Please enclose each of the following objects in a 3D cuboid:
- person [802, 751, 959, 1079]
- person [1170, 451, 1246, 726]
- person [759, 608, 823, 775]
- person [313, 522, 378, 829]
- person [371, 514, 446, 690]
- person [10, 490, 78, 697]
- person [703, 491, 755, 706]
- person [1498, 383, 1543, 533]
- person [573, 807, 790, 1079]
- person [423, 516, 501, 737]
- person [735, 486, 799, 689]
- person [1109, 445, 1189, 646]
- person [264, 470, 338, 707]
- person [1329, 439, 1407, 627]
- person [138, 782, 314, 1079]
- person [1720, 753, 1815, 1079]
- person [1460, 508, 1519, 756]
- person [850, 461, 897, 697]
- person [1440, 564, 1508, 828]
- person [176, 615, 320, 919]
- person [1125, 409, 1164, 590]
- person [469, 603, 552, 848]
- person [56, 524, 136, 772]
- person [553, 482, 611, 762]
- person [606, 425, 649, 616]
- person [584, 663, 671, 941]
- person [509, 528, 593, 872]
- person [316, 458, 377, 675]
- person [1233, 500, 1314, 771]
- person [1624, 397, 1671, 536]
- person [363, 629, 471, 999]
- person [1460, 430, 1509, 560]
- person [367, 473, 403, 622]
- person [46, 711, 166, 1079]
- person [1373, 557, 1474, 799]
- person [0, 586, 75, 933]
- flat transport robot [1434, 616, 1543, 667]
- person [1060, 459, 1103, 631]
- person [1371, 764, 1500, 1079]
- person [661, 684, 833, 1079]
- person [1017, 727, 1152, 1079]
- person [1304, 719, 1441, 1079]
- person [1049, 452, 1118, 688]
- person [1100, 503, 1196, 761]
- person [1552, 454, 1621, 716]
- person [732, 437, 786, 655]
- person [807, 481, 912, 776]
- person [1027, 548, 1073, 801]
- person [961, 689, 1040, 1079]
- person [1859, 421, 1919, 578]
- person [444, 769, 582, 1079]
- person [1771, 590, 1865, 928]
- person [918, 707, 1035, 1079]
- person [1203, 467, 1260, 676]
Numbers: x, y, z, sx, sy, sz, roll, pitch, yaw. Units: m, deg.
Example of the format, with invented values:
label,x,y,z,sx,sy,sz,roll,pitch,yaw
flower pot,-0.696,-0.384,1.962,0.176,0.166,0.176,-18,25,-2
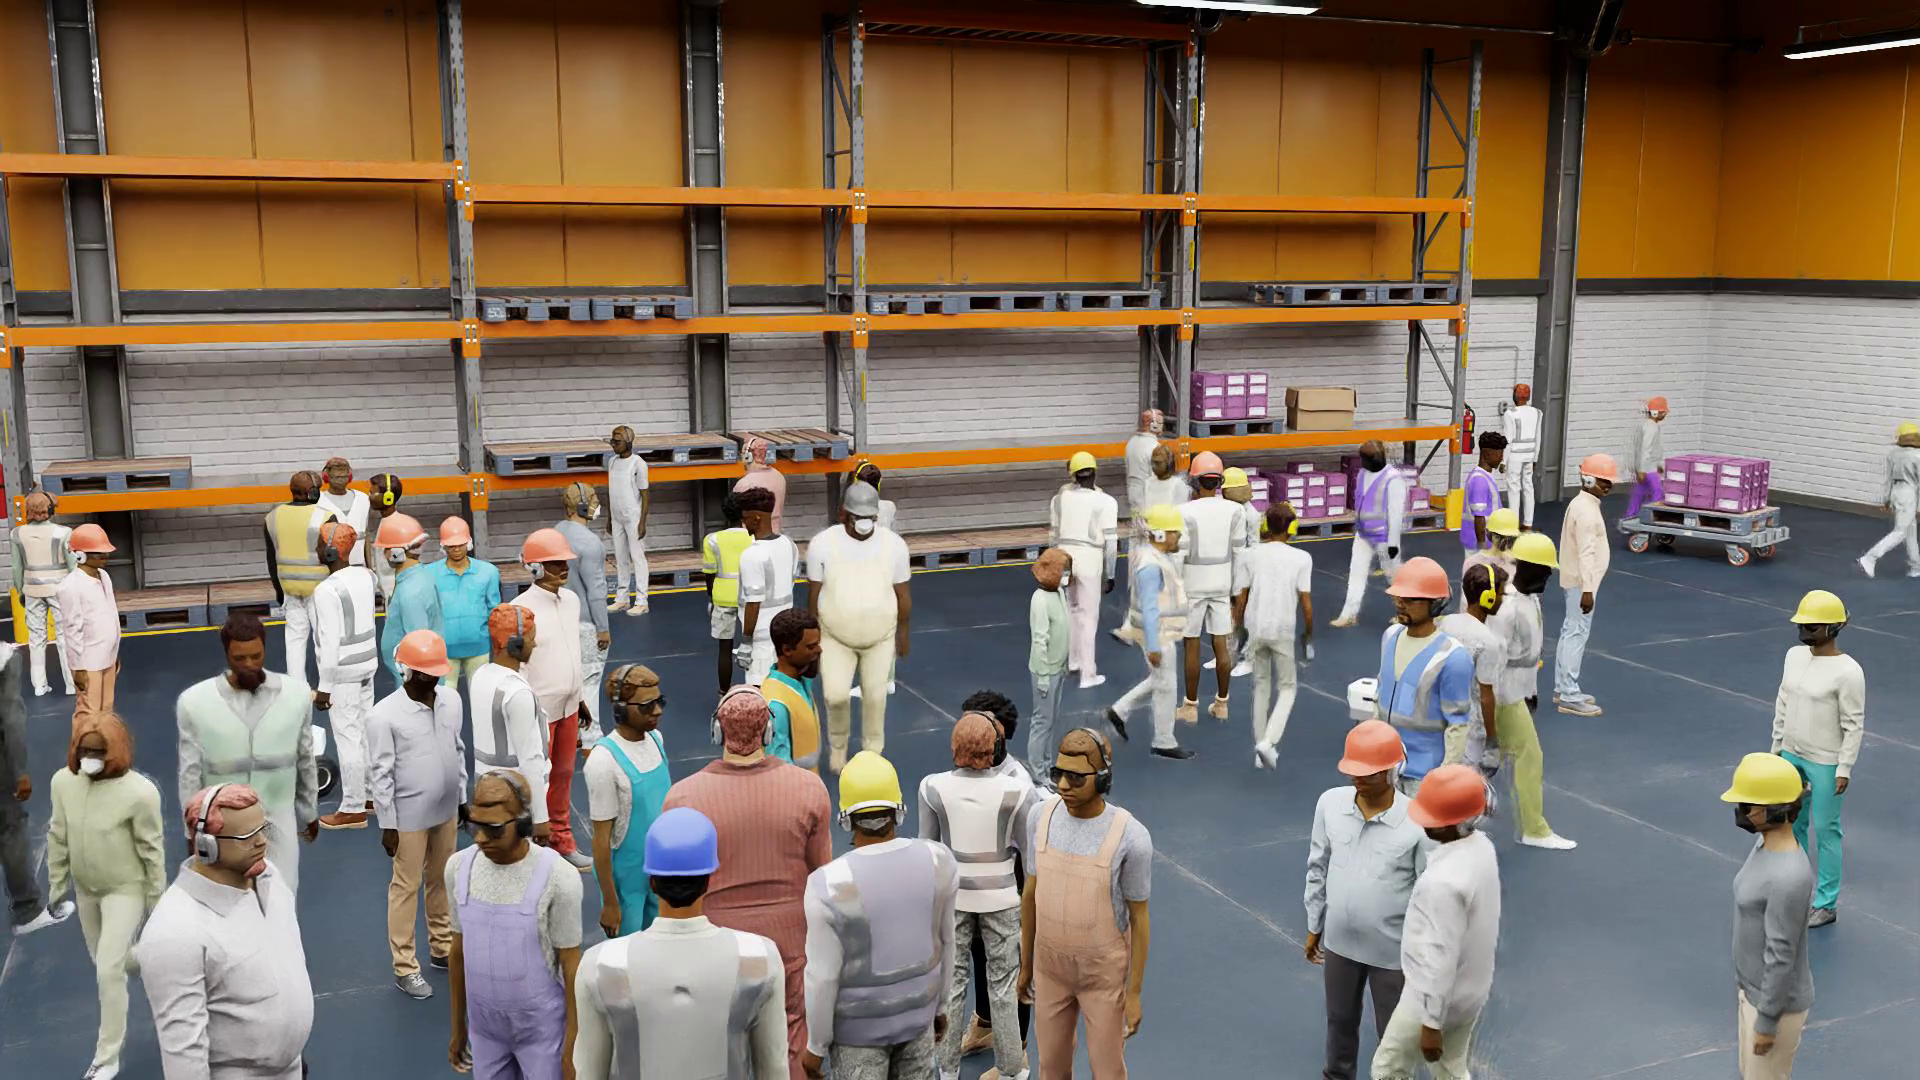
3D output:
label,x,y,z,sx,sy,sz,roll,pitch,yaw
person,-0.285,1.620,5.694,0.592,1.828,0.404,-7,12,-33
person,1.803,0.359,12.339,0.615,2.042,0.374,-3,10,-18
person,-0.796,1.246,7.587,0.386,1.918,0.590,0,10,1
person,-3.747,0.821,10.150,0.354,1.879,0.576,1,10,7
person,-3.212,0.831,9.773,0.384,1.990,0.612,-3,10,-15
person,-7.165,0.430,13.090,0.523,1.640,0.306,-1,10,-3
person,-1.685,0.472,12.686,0.533,1.697,0.318,0,10,-2
person,6.945,-1.003,20.644,0.585,1.882,0.337,-4,11,-24
person,-0.795,1.724,4.802,0.618,1.933,0.420,-2,10,-14
person,-3.352,0.705,11.179,0.564,1.751,0.330,-4,11,-23
person,-1.305,0.610,11.122,0.367,1.964,0.603,4,11,21
person,1.746,0.070,14.723,0.515,1.795,0.956,8,13,39
person,-4.995,0.378,12.809,0.634,1.841,0.429,2,10,13
person,3.928,-0.060,15.531,0.770,1.819,0.666,-5,11,-25
person,-2.210,1.672,5.165,0.409,1.907,0.651,1,10,4
person,2.848,1.616,5.933,0.343,1.755,0.531,3,10,19
person,3.714,0.642,11.534,0.518,1.756,0.349,-2,10,-10
person,-0.715,0.316,13.083,0.518,1.874,0.329,-9,13,-43
person,2.754,1.041,8.974,0.346,1.854,0.523,-2,10,-13
person,-3.305,1.242,7.731,0.608,1.890,0.800,-6,11,-31
person,1.951,-0.394,17.070,0.403,1.906,0.652,-4,11,-22
person,-2.083,1.223,7.810,0.356,1.887,0.574,-8,13,-39
person,-5.638,0.757,10.879,0.343,1.749,0.573,-1,10,-5
person,-2.601,0.559,11.491,0.372,1.940,0.631,-8,13,-39
person,-3.224,-0.188,16.061,0.512,1.845,0.340,7,12,33
person,-1.340,1.407,6.869,0.329,1.844,0.516,3,10,17
person,-2.267,0.924,9.217,0.374,1.997,0.609,4,11,22
person,-5.078,0.235,13.644,0.390,1.838,0.564,8,13,39
person,2.090,0.662,11.176,0.577,1.846,0.543,5,11,27
person,8.553,-0.900,20.476,0.651,1.725,0.585,3,10,17
person,-2.538,1.276,7.909,0.332,1.744,0.561,5,11,27
person,4.561,0.019,14.539,0.369,1.958,0.602,3,10,15
person,-4.253,0.430,12.429,0.328,1.873,0.513,-4,11,-23
person,-3.585,1.478,7.130,0.512,1.607,0.714,3,10,15
person,2.204,1.088,8.126,0.367,2.048,0.604,-5,11,-25
person,-4.964,1.120,8.431,0.597,1.890,0.618,1,10,6
flat transport robot,4.440,0.866,14.516,0.652,0.197,1.431,-2,10,-9
person,1.104,0.047,15.300,0.523,1.638,0.310,9,13,41
person,1.681,1.605,6.102,0.563,1.715,0.633,8,13,40
person,-0.793,1.480,6.274,0.643,1.908,0.410,-2,10,-14
person,0.432,1.563,5.969,0.504,1.847,0.345,6,11,31
person,1.566,1.535,6.403,0.573,1.747,0.343,9,13,42
person,1.009,0.228,13.601,0.604,1.877,0.687,6,12,33
person,1.311,0.633,11.441,0.594,1.813,0.602,2,10,12
person,4.767,0.330,12.666,0.402,1.984,0.618,3,10,15
person,-1.781,0.054,14.488,0.409,1.909,0.643,4,11,24
person,-0.655,0.589,11.020,0.697,2.000,0.537,-1,10,-8
person,0.584,0.851,10.685,0.279,1.633,0.506,3,10,17
person,0.133,1.453,7.036,0.318,1.696,0.533,-6,11,-30
person,10.105,-0.426,17.872,0.824,1.694,0.523,-2,10,-9
person,-1.488,1.642,5.558,0.505,1.837,0.359,3,10,18
person,4.437,1.132,8.683,0.312,1.767,0.533,-3,10,-15
person,0.078,1.503,6.908,0.513,1.641,0.307,2,10,11
person,2.266,0.257,13.805,0.312,1.738,0.483,-6,11,-30
